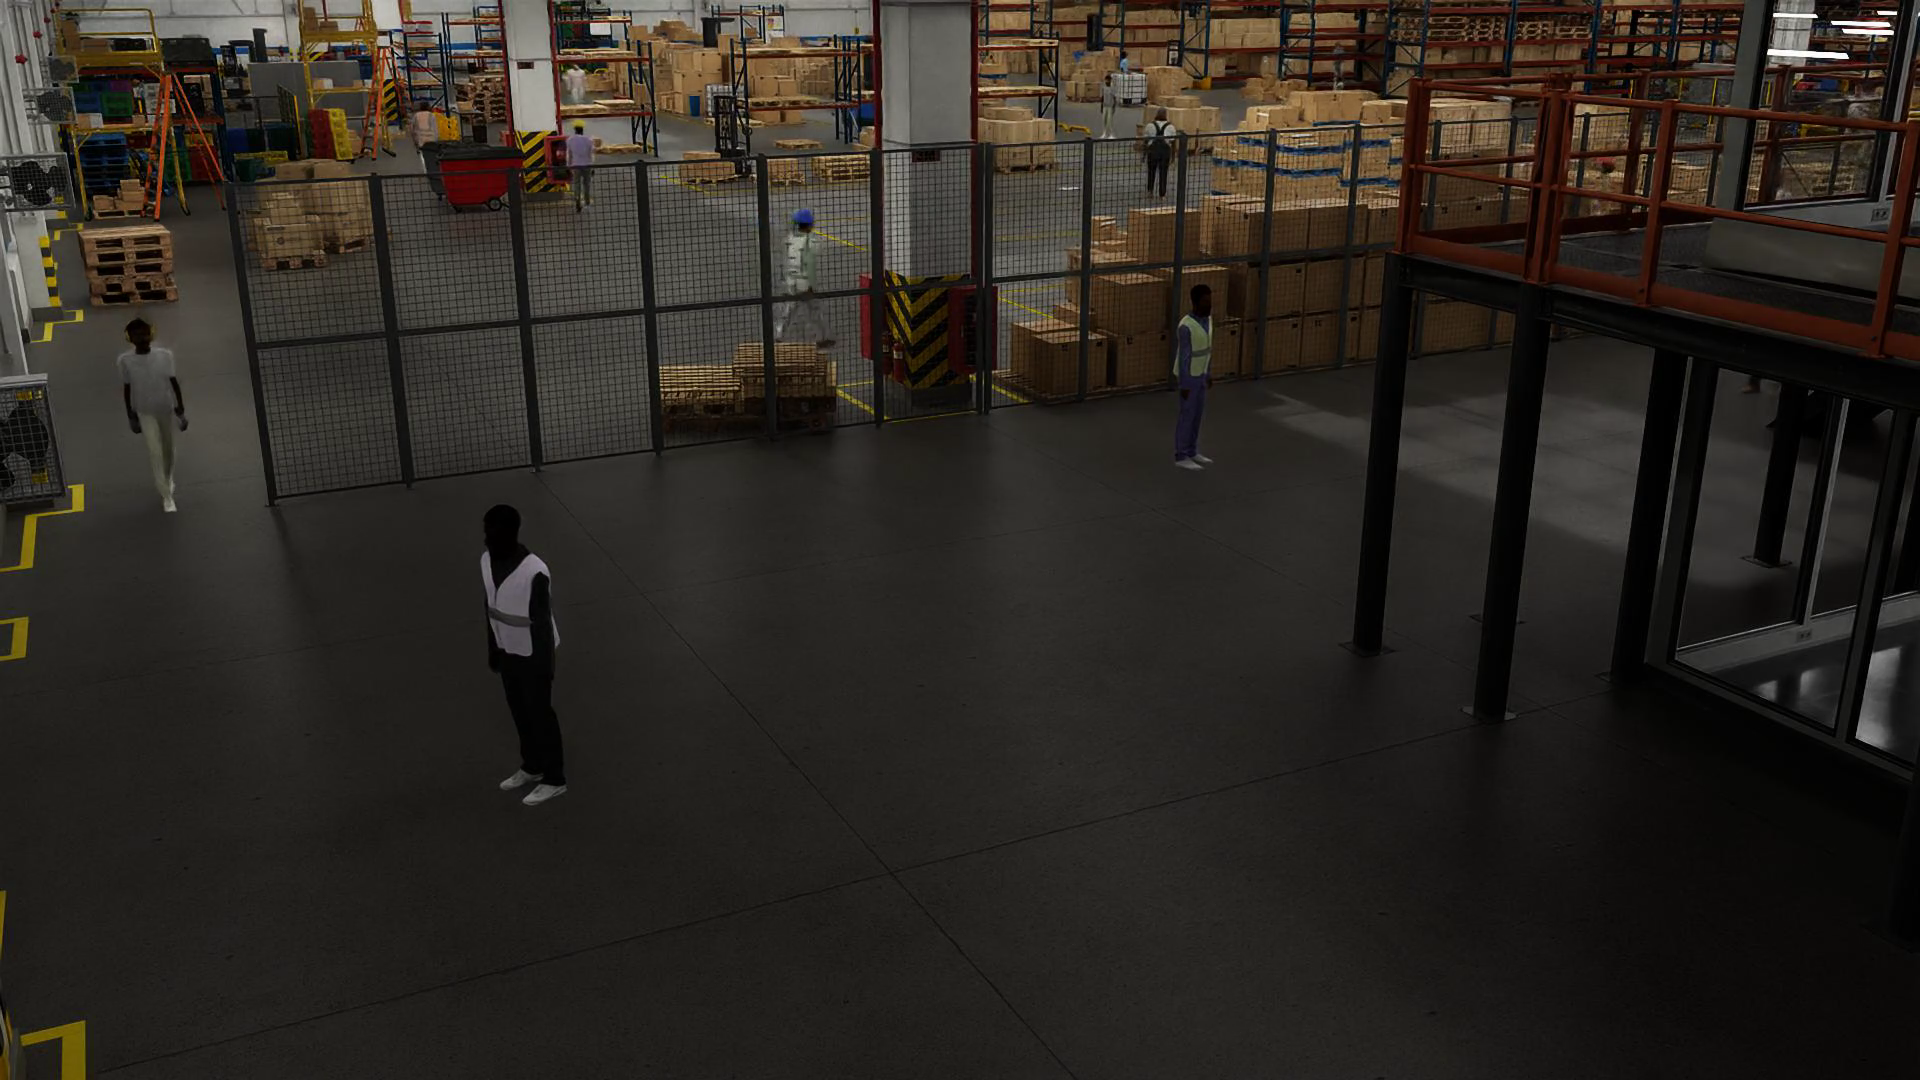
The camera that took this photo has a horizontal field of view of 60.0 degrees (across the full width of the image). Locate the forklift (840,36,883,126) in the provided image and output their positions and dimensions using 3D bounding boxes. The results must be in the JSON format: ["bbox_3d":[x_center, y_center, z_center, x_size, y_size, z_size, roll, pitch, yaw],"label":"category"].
[{"bbox_3d":[-2.827,-14.736,53.387,1.873,2.768,1.129,-9,21,-25],"label":"forklift"}]

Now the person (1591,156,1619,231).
[{"bbox_3d":[11.029,-5.738,28.788,0.547,1.906,0.899,-17,25,-40],"label":"person"}]

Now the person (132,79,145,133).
[{"bbox_3d":[-25.388,-13.401,51.411,0.523,1.632,0.313,6,20,16],"label":"person"}]

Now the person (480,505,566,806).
[{"bbox_3d":[-2.669,0.681,10.170,0.587,1.910,0.387,15,24,37],"label":"person"}]

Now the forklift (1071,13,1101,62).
[{"bbox_3d":[6.278,-23.376,78.433,1.873,2.768,1.129,-9,21,-25],"label":"forklift"}]

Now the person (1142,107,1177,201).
[{"bbox_3d":[4.410,-8.571,36.784,0.750,2.000,0.840,2,19,6],"label":"person"}]

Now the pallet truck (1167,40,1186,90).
[{"bbox_3d":[9.045,-19.971,69.895,0.823,1.965,1.885,-3,19,-8],"label":"pallet truck"}]

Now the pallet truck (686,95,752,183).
[{"bbox_3d":[-5.836,-9.608,39.856,0.823,1.965,1.885,10,22,27],"label":"pallet truck"}]

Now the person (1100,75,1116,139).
[{"bbox_3d":[4.431,-12.946,49.747,0.532,1.860,0.332,15,24,37],"label":"person"}]

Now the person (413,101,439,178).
[{"bbox_3d":[-12.979,-9.824,40.753,0.661,1.811,0.833,3,19,9],"label":"person"}]

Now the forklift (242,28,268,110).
[{"bbox_3d":[-24.981,-16.906,59.677,1.873,2.768,1.129,-9,21,-25],"label":"forklift"}]

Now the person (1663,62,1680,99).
[{"bbox_3d":[25.729,-16.439,60.161,0.537,1.668,0.817,12,22,30],"label":"person"}]

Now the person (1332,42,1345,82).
[{"bbox_3d":[16.192,-20.283,70.983,0.706,1.879,0.793,-4,19,-12],"label":"person"}]

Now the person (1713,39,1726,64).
[{"bbox_3d":[35.319,-22.452,77.377,0.602,1.814,0.592,-10,21,-27],"label":"person"}]

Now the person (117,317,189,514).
[{"bbox_3d":[-7.661,-1.235,15.829,0.517,1.846,0.867,-12,22,-31],"label":"person"}]

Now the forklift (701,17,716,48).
[{"bbox_3d":[-10.921,-21.323,72.480,1.873,2.768,1.129,-9,21,-25],"label":"forklift"}]

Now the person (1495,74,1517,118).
[{"bbox_3d":[16.050,-12.713,48.950,0.606,1.939,0.599,2,19,6],"label":"person"}]

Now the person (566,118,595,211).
[{"bbox_3d":[-7.999,-7.916,35.098,0.590,1.905,0.781,-2,19,-5],"label":"person"}]

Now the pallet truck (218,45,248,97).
[{"bbox_3d":[-28.879,-18.665,66.111,0.823,1.965,1.885,-3,19,-9],"label":"pallet truck"}]

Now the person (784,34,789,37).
[{"bbox_3d":[-7.993,-22.726,78.004,0.687,1.912,0.572,13,23,34],"label":"person"}]

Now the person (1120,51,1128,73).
[{"bbox_3d":[6.683,-18.944,67.387,0.632,1.681,0.542,12,22,30],"label":"person"}]

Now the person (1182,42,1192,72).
[{"bbox_3d":[10.051,-21.165,73.651,0.644,1.811,0.439,-11,22,-29],"label":"person"}]

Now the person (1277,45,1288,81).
[{"bbox_3d":[12.905,-18.844,66.717,0.361,1.935,0.553,-9,21,-23],"label":"person"}]

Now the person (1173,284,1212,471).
[{"bbox_3d":[2.378,-1.666,16.973,0.398,1.913,0.591,12,22,30],"label":"person"}]

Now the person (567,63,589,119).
[{"bbox_3d":[-12.912,-15.257,56.376,0.653,1.898,0.946,-12,22,-31],"label":"person"}]

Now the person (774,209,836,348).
[{"bbox_3d":[-2.139,-3.433,22.122,0.611,1.901,1.008,16,25,39],"label":"person"}]

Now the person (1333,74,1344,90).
[{"bbox_3d":[12.249,-14.276,53.943,0.319,1.629,0.507,-6,20,-16],"label":"person"}]
